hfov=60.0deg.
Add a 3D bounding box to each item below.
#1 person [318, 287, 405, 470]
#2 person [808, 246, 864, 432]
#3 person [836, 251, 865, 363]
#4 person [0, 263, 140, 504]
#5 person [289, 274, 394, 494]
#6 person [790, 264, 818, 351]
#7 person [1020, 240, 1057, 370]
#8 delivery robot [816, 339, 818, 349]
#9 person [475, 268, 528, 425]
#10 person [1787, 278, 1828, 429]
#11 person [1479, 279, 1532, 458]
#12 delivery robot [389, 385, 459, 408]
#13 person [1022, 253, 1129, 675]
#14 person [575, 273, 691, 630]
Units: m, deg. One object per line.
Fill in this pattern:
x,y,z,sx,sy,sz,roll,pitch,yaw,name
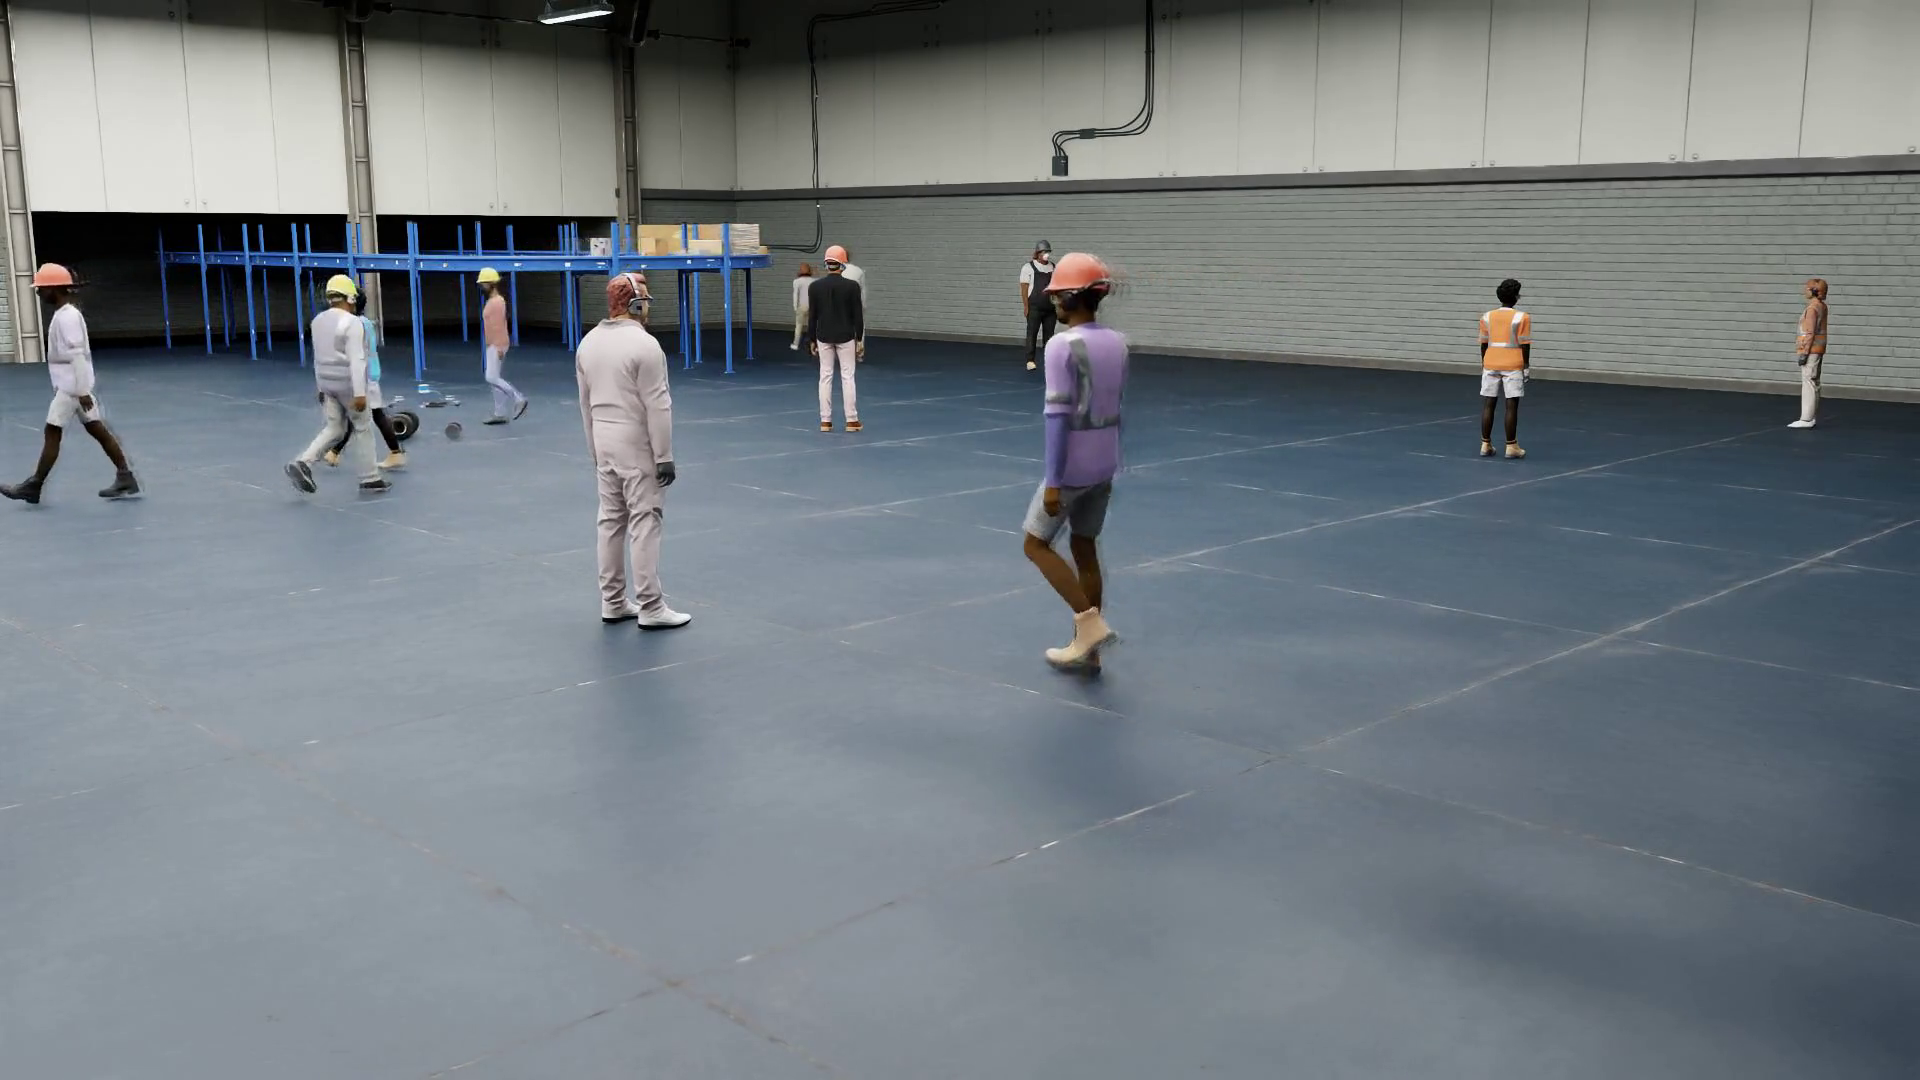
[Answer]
-5.455,-1.444,14.939,0.875,1.644,0.553,-2,11,-11,person
-1.335,-2.180,18.034,0.609,1.996,0.383,2,11,11,person
-1.877,-3.903,27.792,0.656,1.868,1.076,-4,11,-23,person
-7.111,-1.239,13.209,1.012,1.882,0.565,-5,12,-26,person
-5.080,-1.252,13.538,0.607,1.804,0.777,7,12,33,person
-2.851,-4.272,30.557,0.521,1.592,0.780,-6,12,-29,person
1.324,-3.710,26.372,0.682,2.000,0.537,-4,11,-23,person
-2.402,-3.593,29.535,0.477,0.478,0.707,-4,11,-18,delivery robot
-5.179,-2.168,18.641,0.425,1.750,0.540,-5,12,-27,person
9.360,-2.050,18.292,0.307,1.645,0.513,8,13,36,person
5.216,-1.642,15.921,0.318,1.697,0.533,-10,14,-42,person
-5.654,-1.522,17.531,0.698,0.223,0.335,-2,11,-10,delivery robot
0.546,-0.353,7.985,0.419,2.025,0.642,8,13,37,person
-1.761,-0.480,9.010,0.636,1.911,0.405,8,13,39,person
